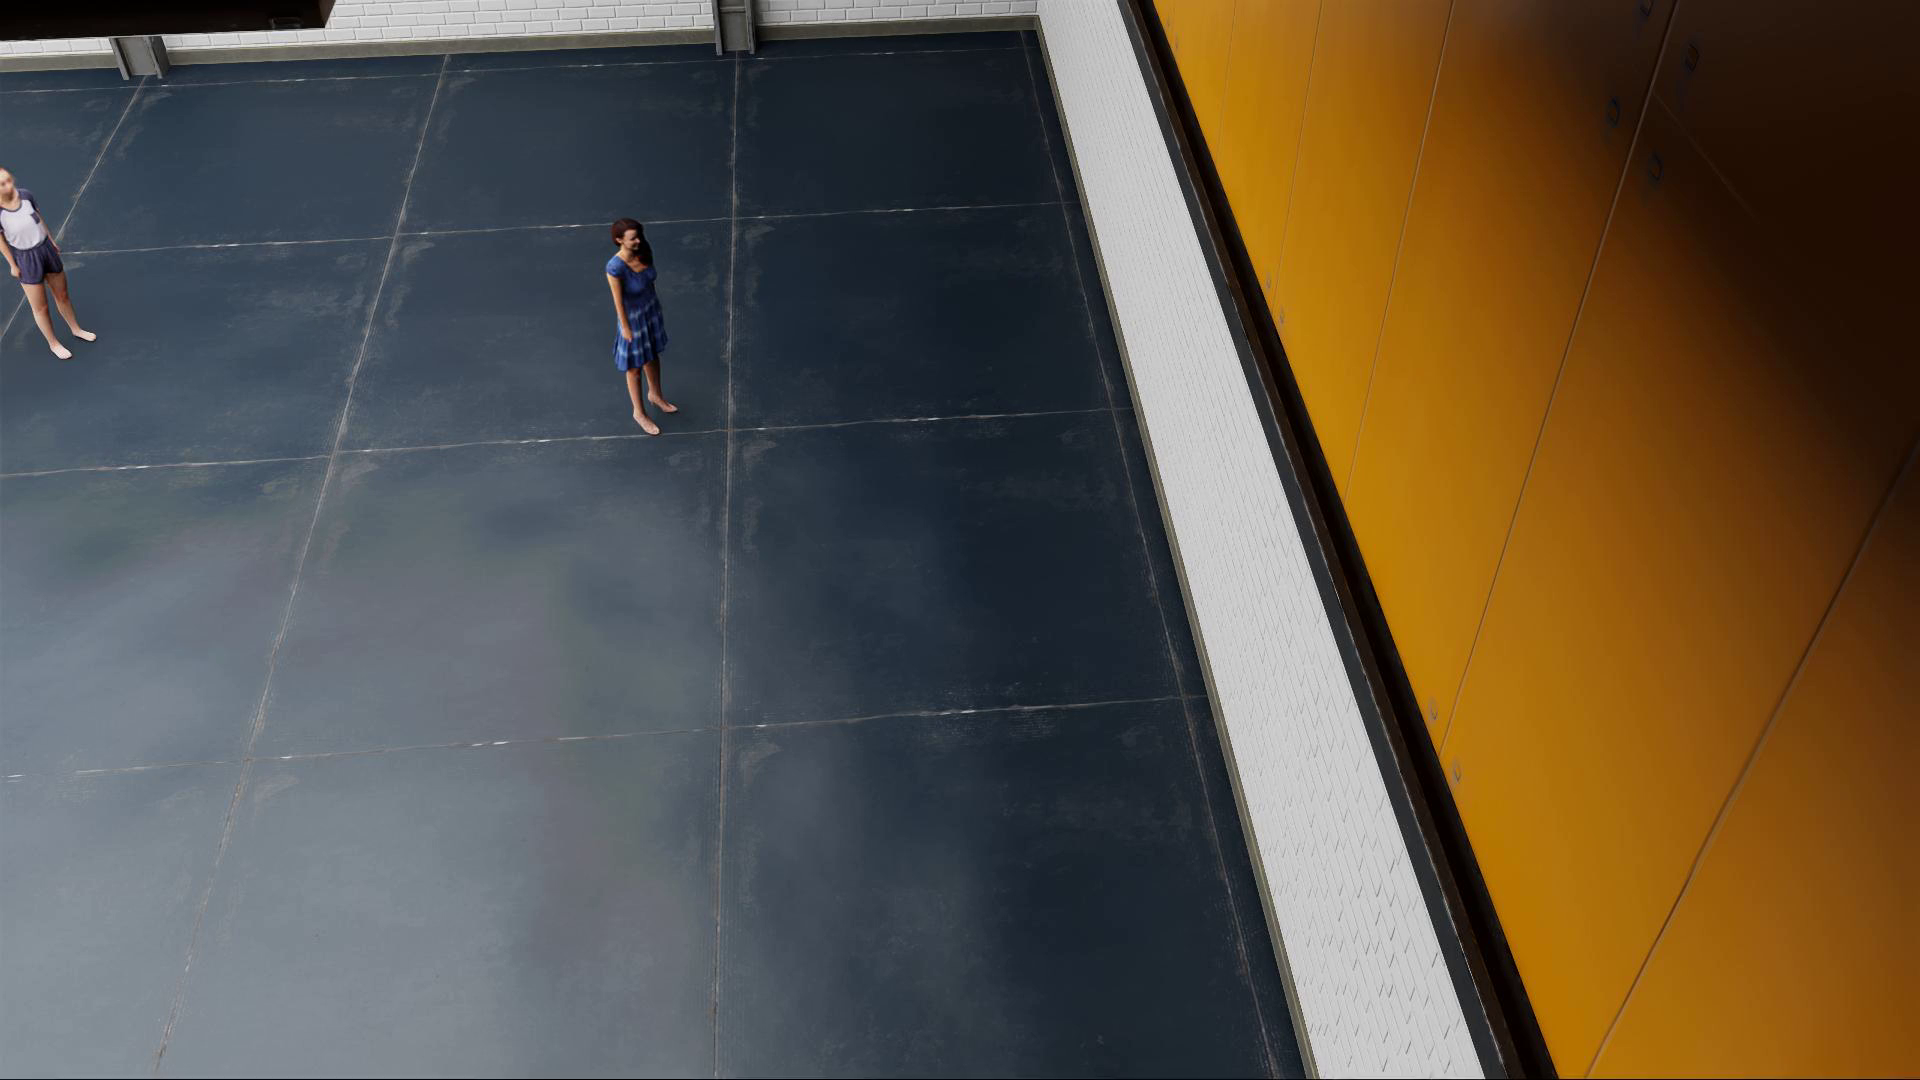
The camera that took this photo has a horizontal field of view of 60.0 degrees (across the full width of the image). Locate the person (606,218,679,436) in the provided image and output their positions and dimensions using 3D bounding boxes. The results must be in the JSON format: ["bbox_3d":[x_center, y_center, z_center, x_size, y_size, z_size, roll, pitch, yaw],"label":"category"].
[{"bbox_3d":[-2.368,-1.603,12.357,0.746,1.805,0.755,16,46,16],"label":"person"}]

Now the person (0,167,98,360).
[{"bbox_3d":[-7.305,-2.207,13.104,0.688,1.650,0.676,18,46,18],"label":"person"}]
